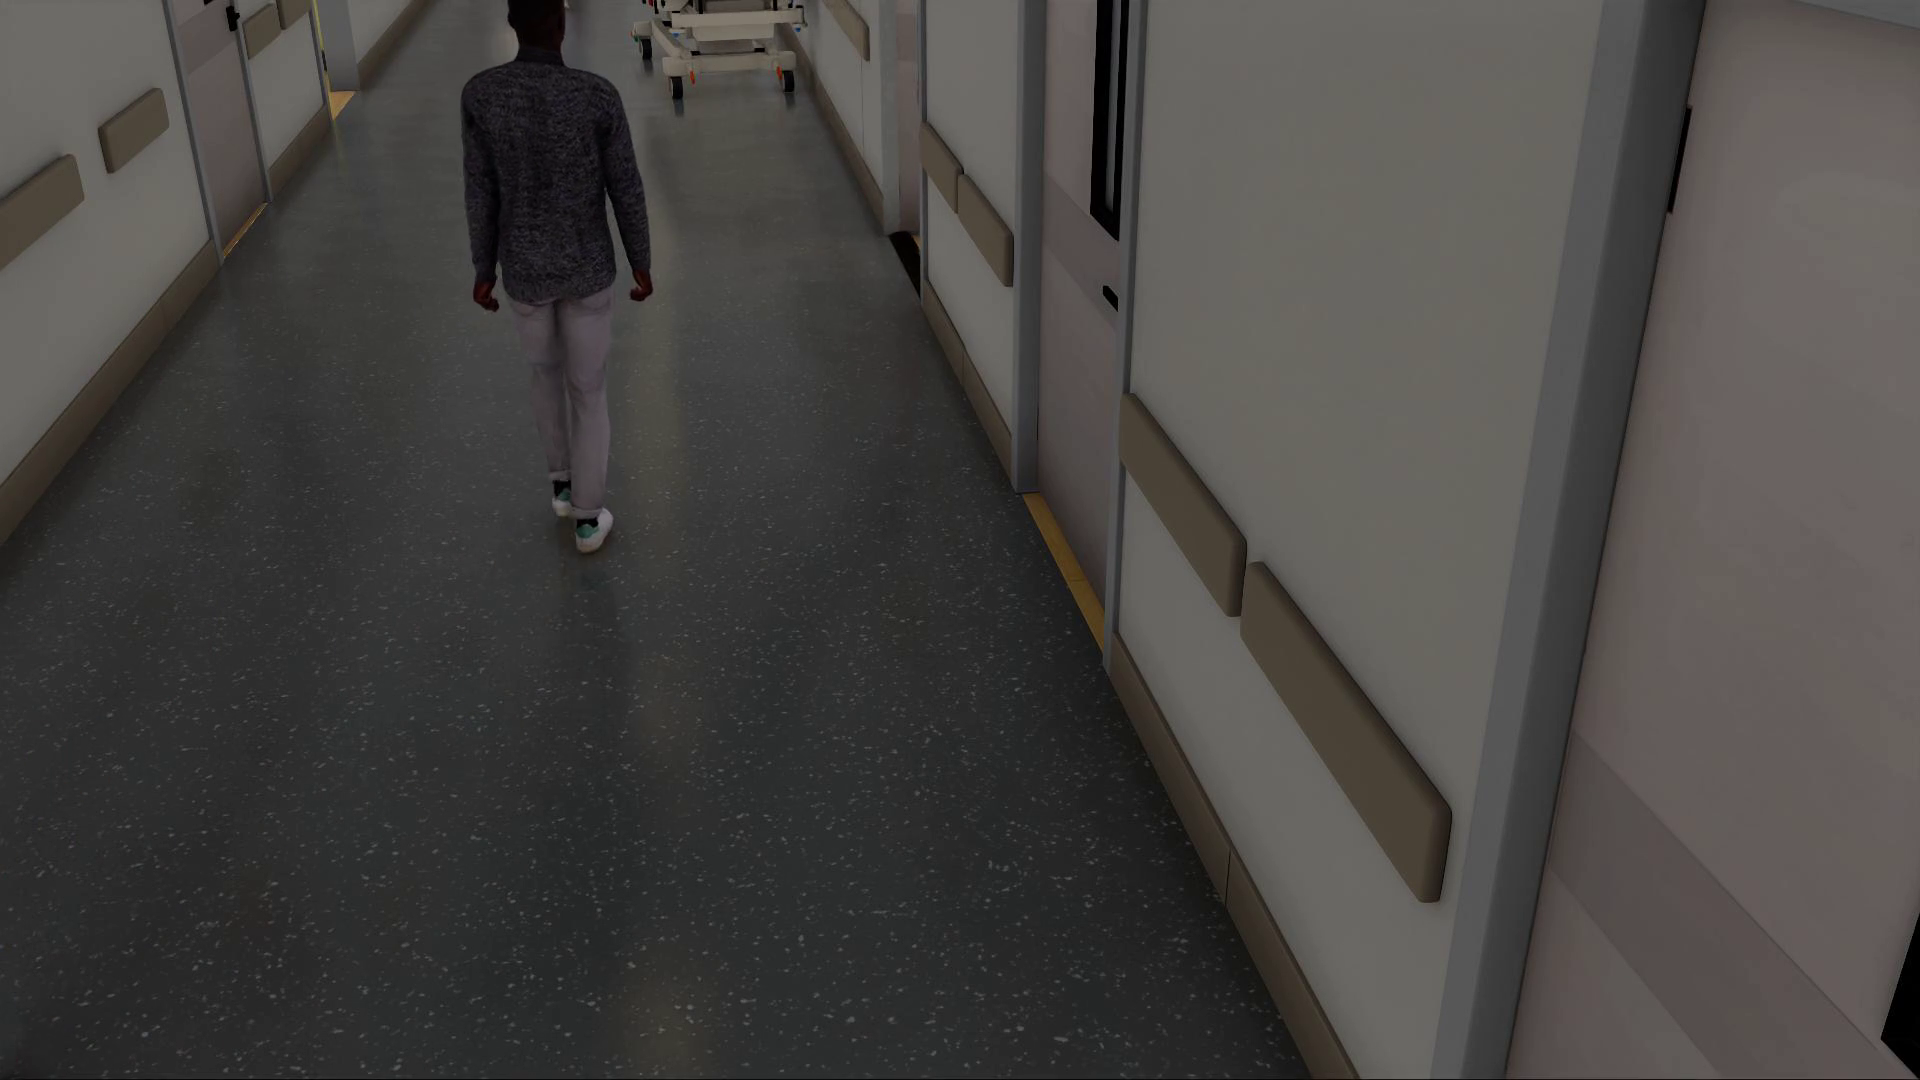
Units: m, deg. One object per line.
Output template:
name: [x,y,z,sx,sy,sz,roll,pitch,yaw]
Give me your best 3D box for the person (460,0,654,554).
person: [-1.283,-0.806,5.228,0.630,1.824,0.813,0,26,-1]
